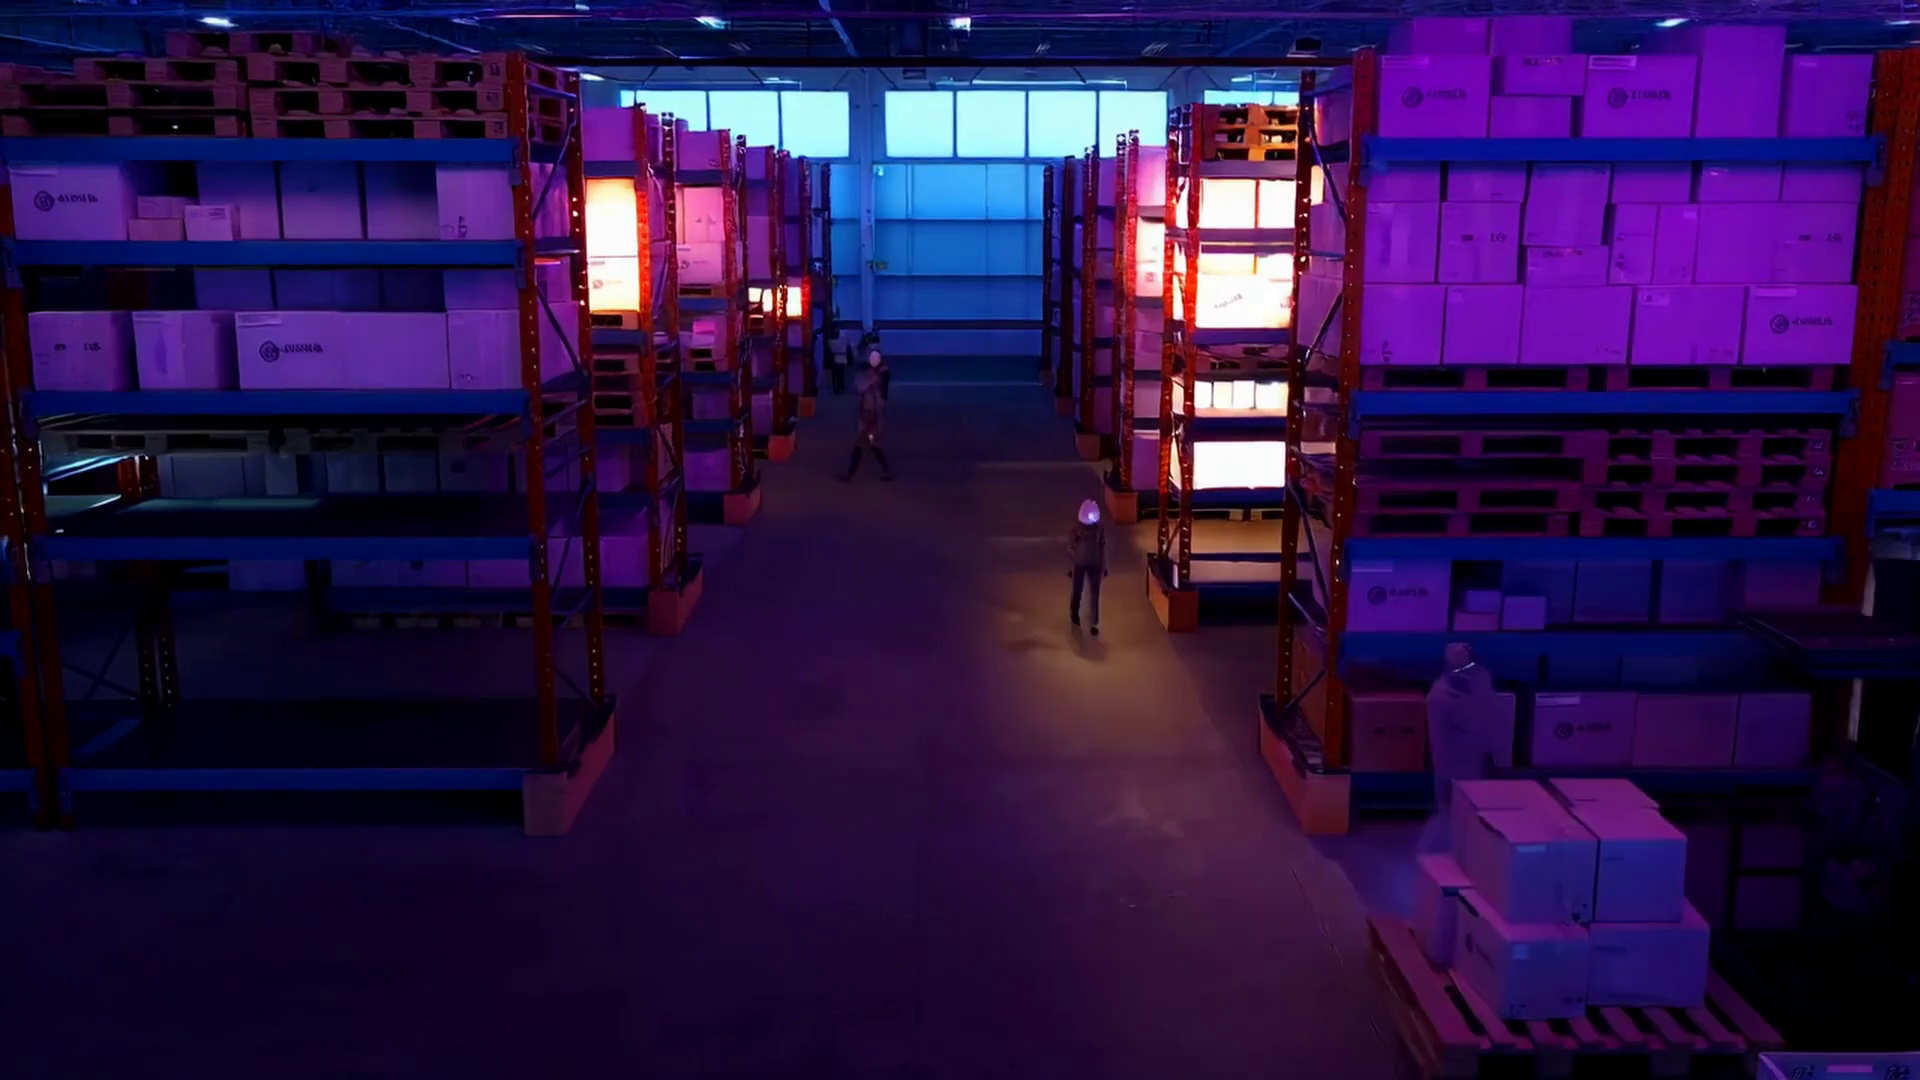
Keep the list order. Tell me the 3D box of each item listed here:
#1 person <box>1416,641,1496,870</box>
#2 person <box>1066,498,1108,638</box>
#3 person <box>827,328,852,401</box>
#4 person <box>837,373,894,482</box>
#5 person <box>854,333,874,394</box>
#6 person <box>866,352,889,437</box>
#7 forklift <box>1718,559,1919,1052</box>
[{"bbox_3d":[3.674,1.626,12.198,0.716,1.863,0.439,-10,15,-40],"label":"person"},{"bbox_3d":[1.471,0.278,19.499,0.515,1.604,0.806,-2,12,-9],"label":"person"},{"bbox_3d":[-3.098,-4.510,42.659,0.606,1.861,1.051,-8,14,-34],"label":"person"},{"bbox_3d":[-1.670,-2.025,29.970,1.051,1.997,0.623,-1,11,-5],"label":"person"},{"bbox_3d":[-2.530,-4.694,44.121,0.528,1.609,0.632,3,12,13],"label":"person"},{"bbox_3d":[-1.813,-3.134,35.833,0.619,1.840,0.430,11,16,43],"label":"person"},{"bbox_3d":[5.768,1.559,9.973,1.873,2.768,1.129,0,11,-1],"label":"forklift"}]
